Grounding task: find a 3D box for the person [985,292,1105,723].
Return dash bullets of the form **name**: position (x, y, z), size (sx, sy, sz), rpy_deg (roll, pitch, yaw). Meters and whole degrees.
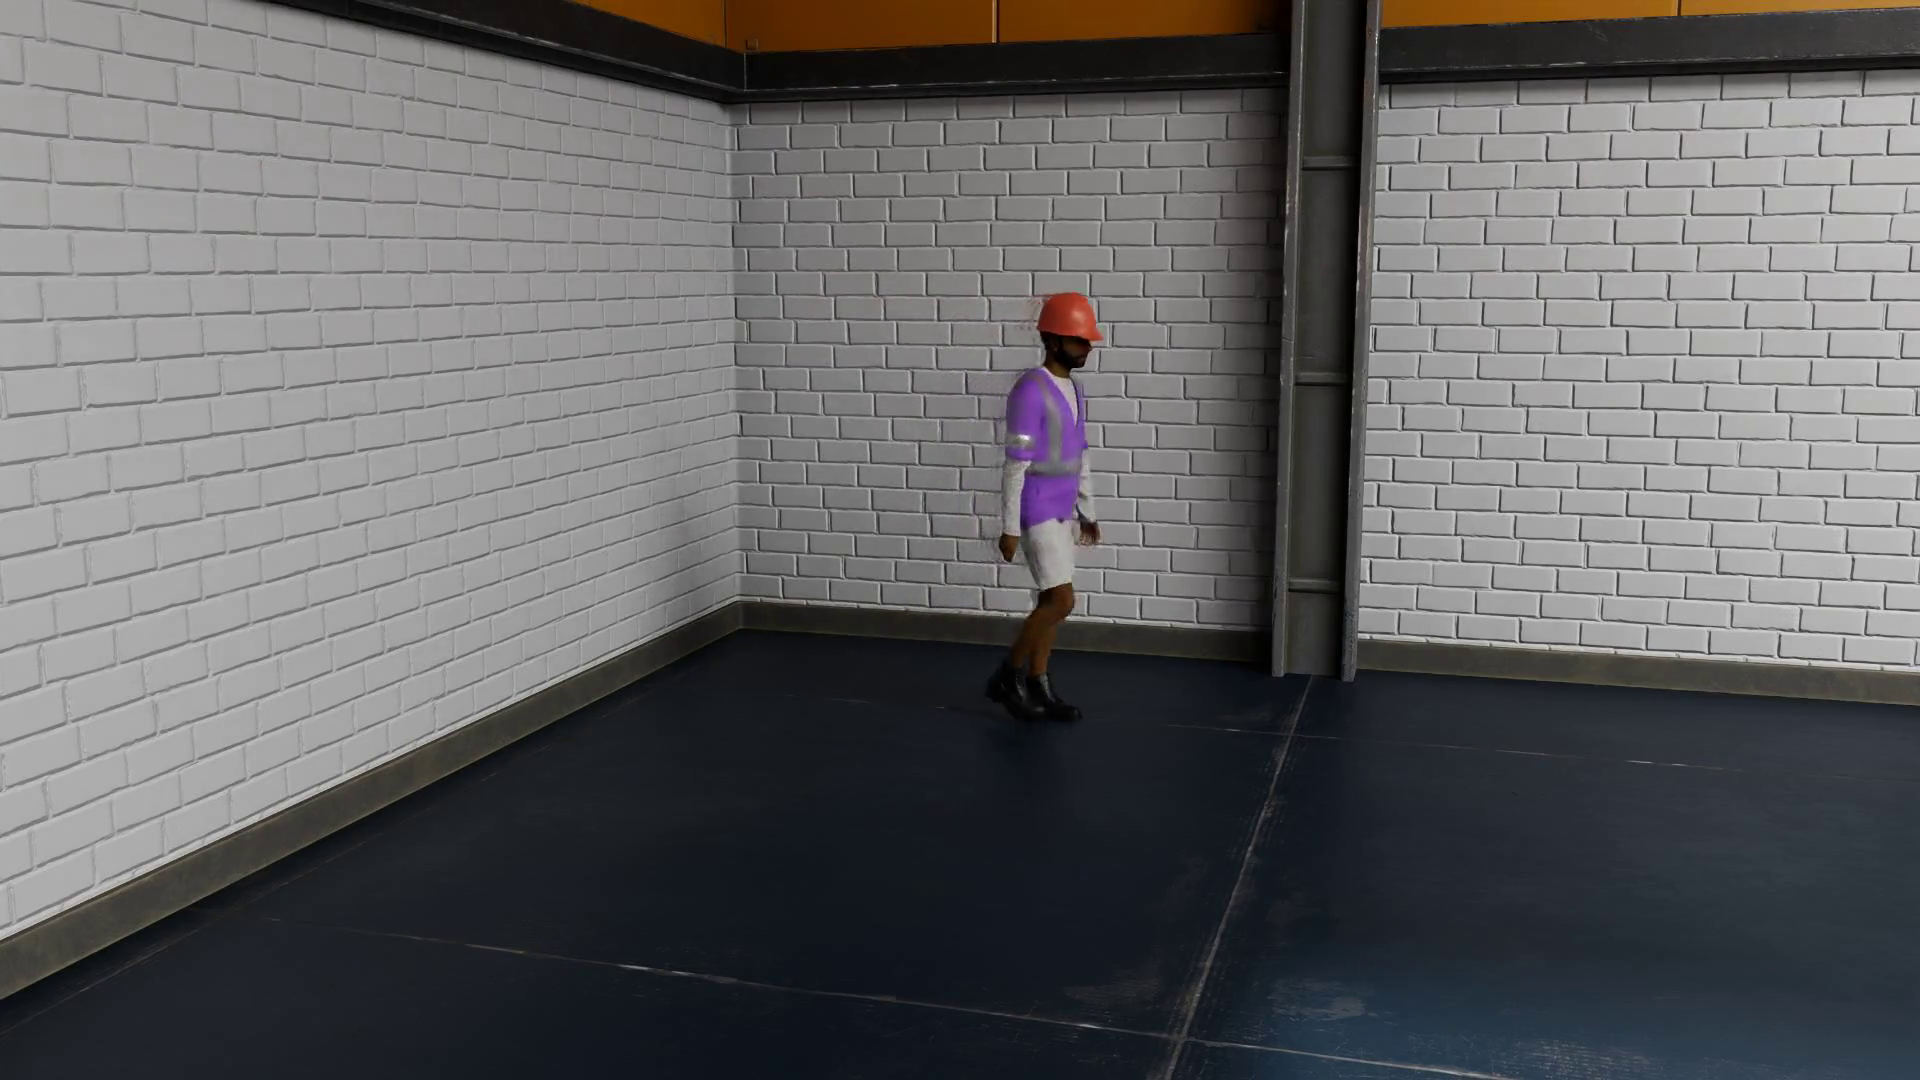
- **person**: position (0.419, -0.119, 7.286), size (0.440, 1.914, 0.585), rpy_deg (4, 10, 24)
